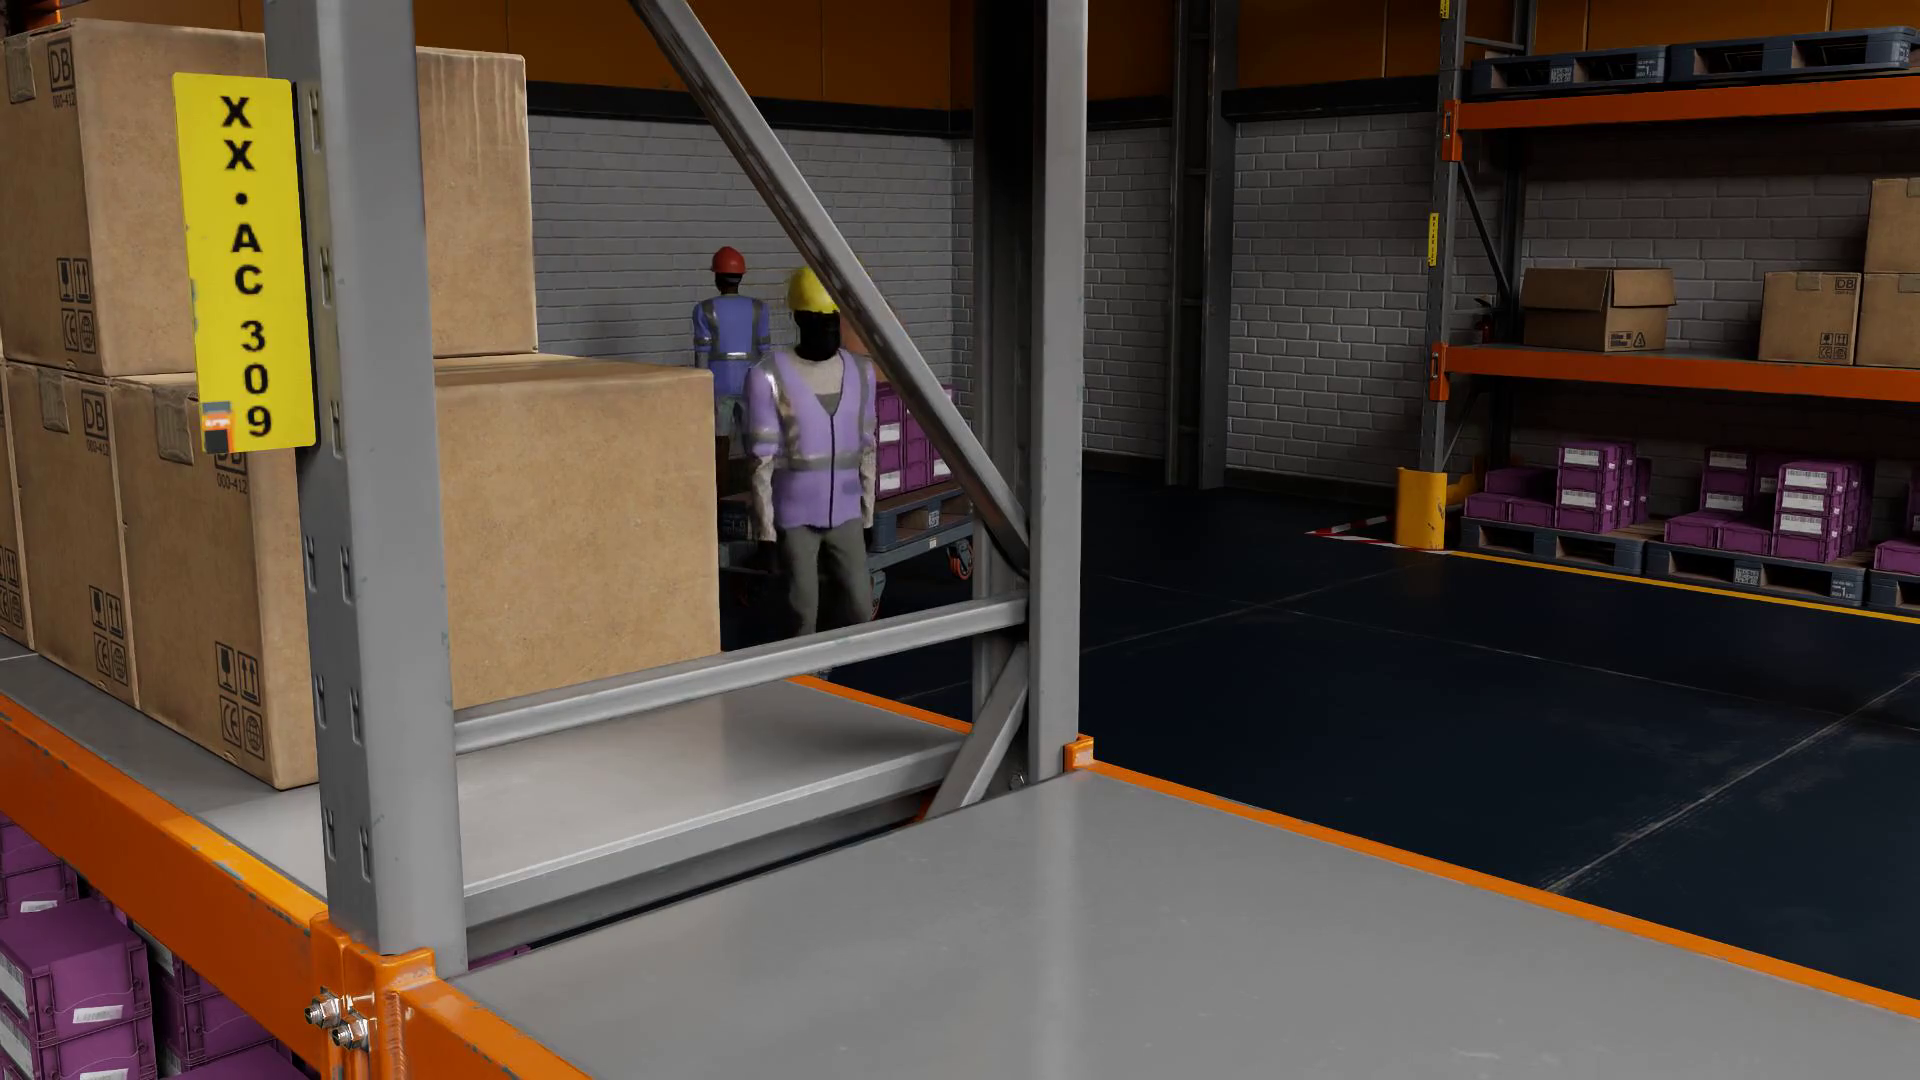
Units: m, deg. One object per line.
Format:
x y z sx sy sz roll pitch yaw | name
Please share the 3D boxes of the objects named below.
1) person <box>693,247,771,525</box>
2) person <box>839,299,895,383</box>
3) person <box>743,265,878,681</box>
-1.599 -1.069 11.654 0.551 1.938 0.367 -4 11 -21 | person
-0.773 -1.105 11.930 0.615 1.898 0.504 -3 11 -17 | person
-0.574 -0.109 6.482 0.587 1.916 0.494 -7 12 -33 | person
